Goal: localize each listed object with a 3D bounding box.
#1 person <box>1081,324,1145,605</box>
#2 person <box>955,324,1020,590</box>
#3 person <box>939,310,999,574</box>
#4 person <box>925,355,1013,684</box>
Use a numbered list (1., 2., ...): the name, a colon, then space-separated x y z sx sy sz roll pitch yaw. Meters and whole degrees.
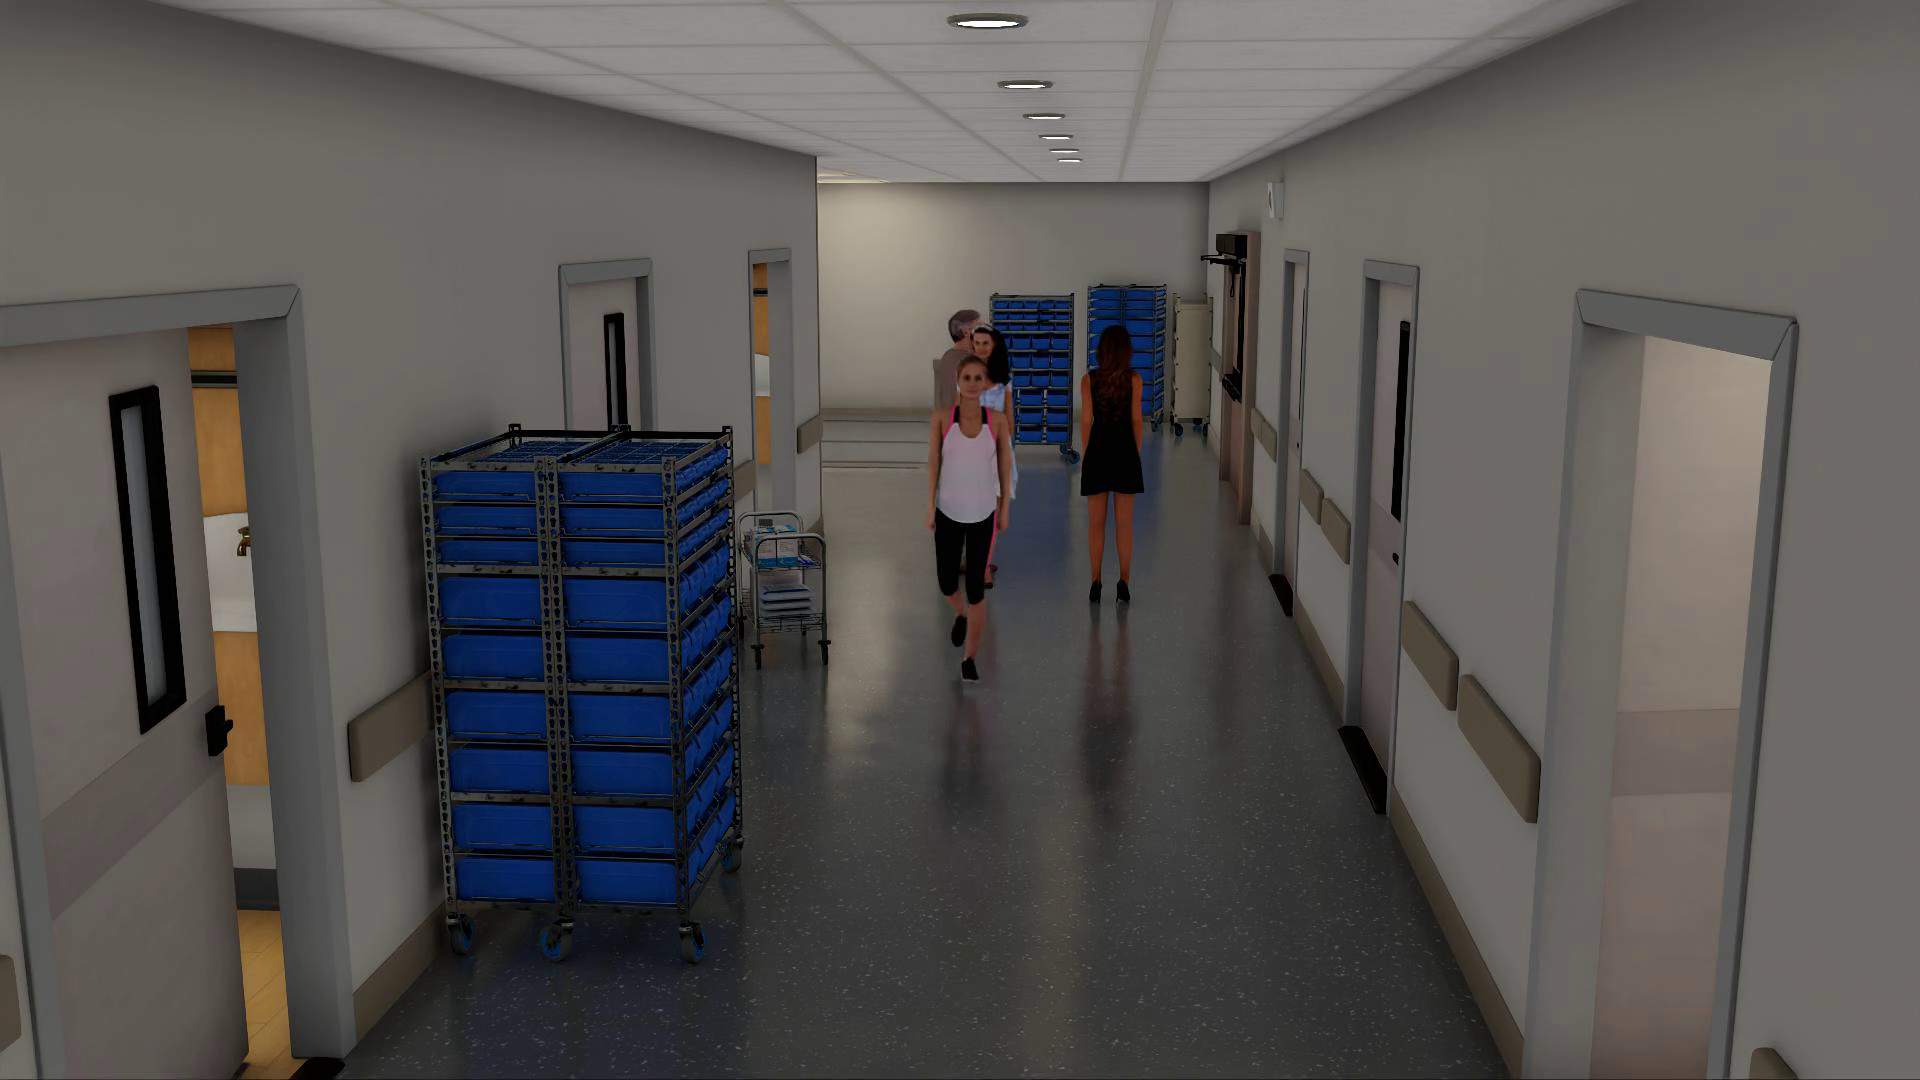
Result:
1. person: 0.990 -0.492 10.917 0.570 1.834 0.514 1 11 4
2. person: 0.153 -0.577 11.463 0.729 1.797 0.986 -1 11 -3
3. person: 0.007 -0.715 11.994 0.829 1.869 0.704 -5 12 -24
4. person: 0.040 -0.129 9.154 0.628 1.777 0.846 1 11 3
